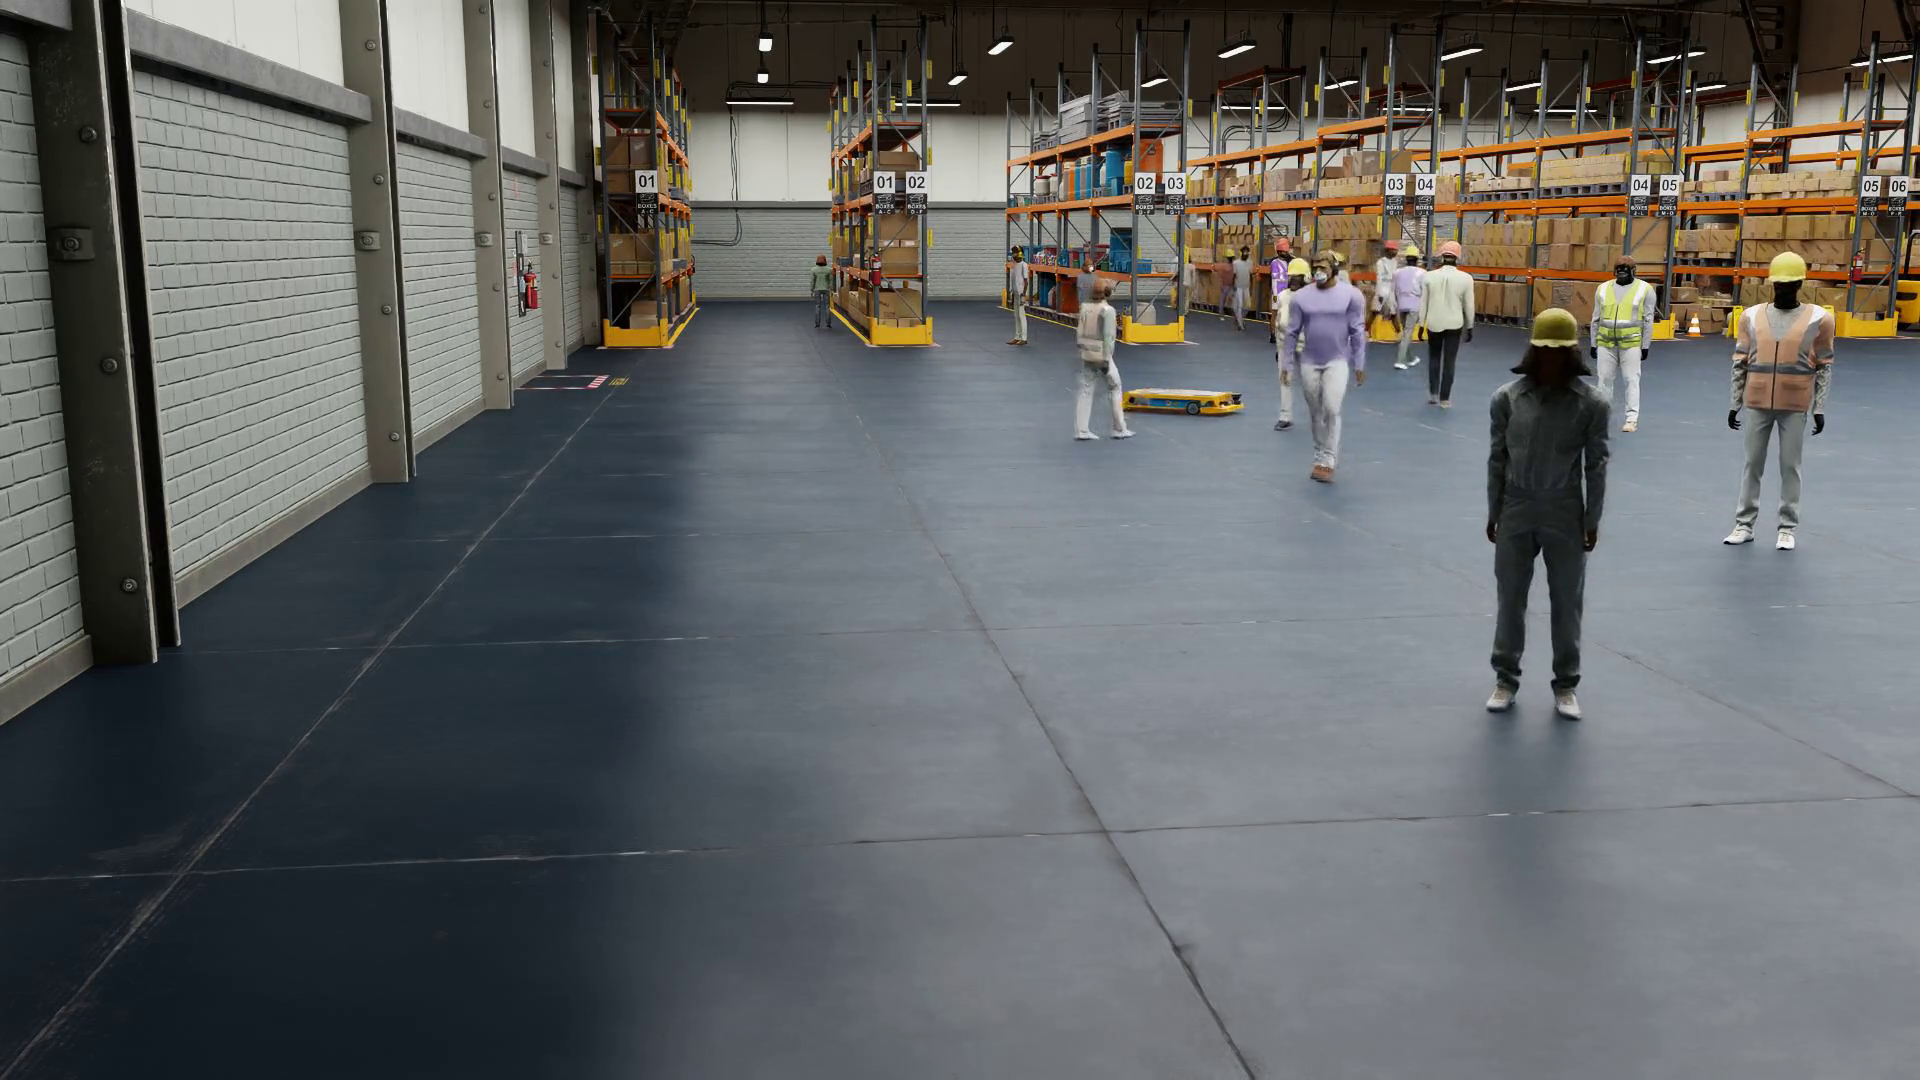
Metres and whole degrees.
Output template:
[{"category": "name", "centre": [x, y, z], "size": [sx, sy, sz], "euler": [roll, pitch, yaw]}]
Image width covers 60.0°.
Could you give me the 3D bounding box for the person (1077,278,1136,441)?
[{"category": "person", "centre": [1.464, -1.800, 16.629], "size": [0.726, 1.605, 0.525], "euler": [-6, 12, -30]}]

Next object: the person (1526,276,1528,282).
[{"category": "person", "centre": [15.972, -7.360, 46.220], "size": [0.547, 1.938, 0.377], "euler": [-3, 11, -18]}]

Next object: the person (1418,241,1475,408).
[{"category": "person", "centre": [5.821, -2.565, 19.840], "size": [0.647, 1.968, 0.681], "euler": [5, 12, 26]}]

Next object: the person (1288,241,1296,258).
[{"category": "person", "centre": [7.049, -5.491, 36.019], "size": [0.624, 1.931, 0.370], "euler": [-8, 13, -37]}]

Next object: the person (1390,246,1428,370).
[{"category": "person", "centre": [6.948, -3.570, 25.619], "size": [0.609, 1.875, 0.984], "euler": [10, 14, 42]}]

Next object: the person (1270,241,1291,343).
[{"category": "person", "centre": [6.135, -4.730, 31.804], "size": [0.354, 1.939, 0.544], "euler": [7, 13, 35]}]

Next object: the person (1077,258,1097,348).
[{"category": "person", "centre": [2.326, -4.307, 30.324], "size": [0.497, 1.633, 0.284], "euler": [-9, 14, -42]}]

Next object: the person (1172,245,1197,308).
[{"category": "person", "centre": [5.965, -6.925, 44.176], "size": [0.614, 1.810, 0.462], "euler": [-2, 10, -10]}]

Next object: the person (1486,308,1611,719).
[{"category": "person", "centre": [2.459, -0.107, 7.029], "size": [0.487, 1.735, 0.329], "euler": [5, 12, 27]}]

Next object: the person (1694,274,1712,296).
[{"category": "person", "centre": [18.704, -6.415, 41.893], "size": [0.523, 1.625, 0.388], "euler": [-1, 10, -7]}]

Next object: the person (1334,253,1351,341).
[{"category": "person", "centre": [7.199, -4.574, 31.530], "size": [0.871, 1.733, 0.517], "euler": [-5, 11, -24]}]

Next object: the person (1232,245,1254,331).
[{"category": "person", "centre": [6.105, -5.440, 35.952], "size": [0.523, 1.851, 0.419], "euler": [-3, 11, -16]}]

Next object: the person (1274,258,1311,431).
[{"category": "person", "centre": [3.602, -2.070, 17.572], "size": [0.600, 1.807, 0.728], "euler": [8, 13, 38]}]

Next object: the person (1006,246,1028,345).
[{"category": "person", "centre": [1.093, -4.576, 31.167], "size": [0.329, 1.865, 0.511], "euler": [-4, 11, -22]}]

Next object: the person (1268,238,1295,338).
[{"category": "person", "centre": [6.416, -5.001, 33.132], "size": [0.623, 1.993, 0.384], "euler": [-4, 11, -21]}]

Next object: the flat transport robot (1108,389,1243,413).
[{"category": "flat transport robot", "centre": [2.508, -1.625, 19.358], "size": [1.431, 0.197, 0.652], "euler": [5, 12, 26]}]

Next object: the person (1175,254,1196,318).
[{"category": "person", "centre": [5.673, -6.409, 41.859], "size": [0.531, 1.619, 0.339], "euler": [1, 10, 8]}]

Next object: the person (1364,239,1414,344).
[{"category": "person", "centre": [8.115, -4.706, 31.589], "size": [0.647, 1.971, 1.108], "euler": [-9, 13, -39]}]

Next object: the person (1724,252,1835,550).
[{"category": "person", "centre": [5.316, -0.896, 10.823], "size": [0.595, 1.924, 0.378], "euler": [8, 13, 39]}]

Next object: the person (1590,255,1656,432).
[{"category": "person", "centre": [6.911, -2.051, 17.412], "size": [0.630, 1.835, 0.429], "euler": [8, 13, 38]}]

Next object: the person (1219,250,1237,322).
[{"category": "person", "centre": [6.477, -6.099, 39.934], "size": [0.527, 1.708, 0.942], "euler": [-3, 11, -15]}]

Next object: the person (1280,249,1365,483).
[{"category": "person", "centre": [2.955, -1.421, 13.727], "size": [0.666, 1.914, 0.780], "euler": [6, 12, 29]}]

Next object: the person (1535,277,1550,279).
[{"category": "person", "centre": [14.215, -6.359, 40.738], "size": [0.551, 1.937, 0.357], "euler": [-1, 10, -4]}]

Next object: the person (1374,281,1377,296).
[{"category": "person", "centre": [10.967, -6.665, 43.239], "size": [0.512, 1.638, 0.312], "euler": [-5, 11, -24]}]

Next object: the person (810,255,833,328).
[{"category": "person", "centre": [-3.070, -5.518, 36.959], "size": [0.504, 1.632, 0.270], "euler": [-1, 10, -3]}]
